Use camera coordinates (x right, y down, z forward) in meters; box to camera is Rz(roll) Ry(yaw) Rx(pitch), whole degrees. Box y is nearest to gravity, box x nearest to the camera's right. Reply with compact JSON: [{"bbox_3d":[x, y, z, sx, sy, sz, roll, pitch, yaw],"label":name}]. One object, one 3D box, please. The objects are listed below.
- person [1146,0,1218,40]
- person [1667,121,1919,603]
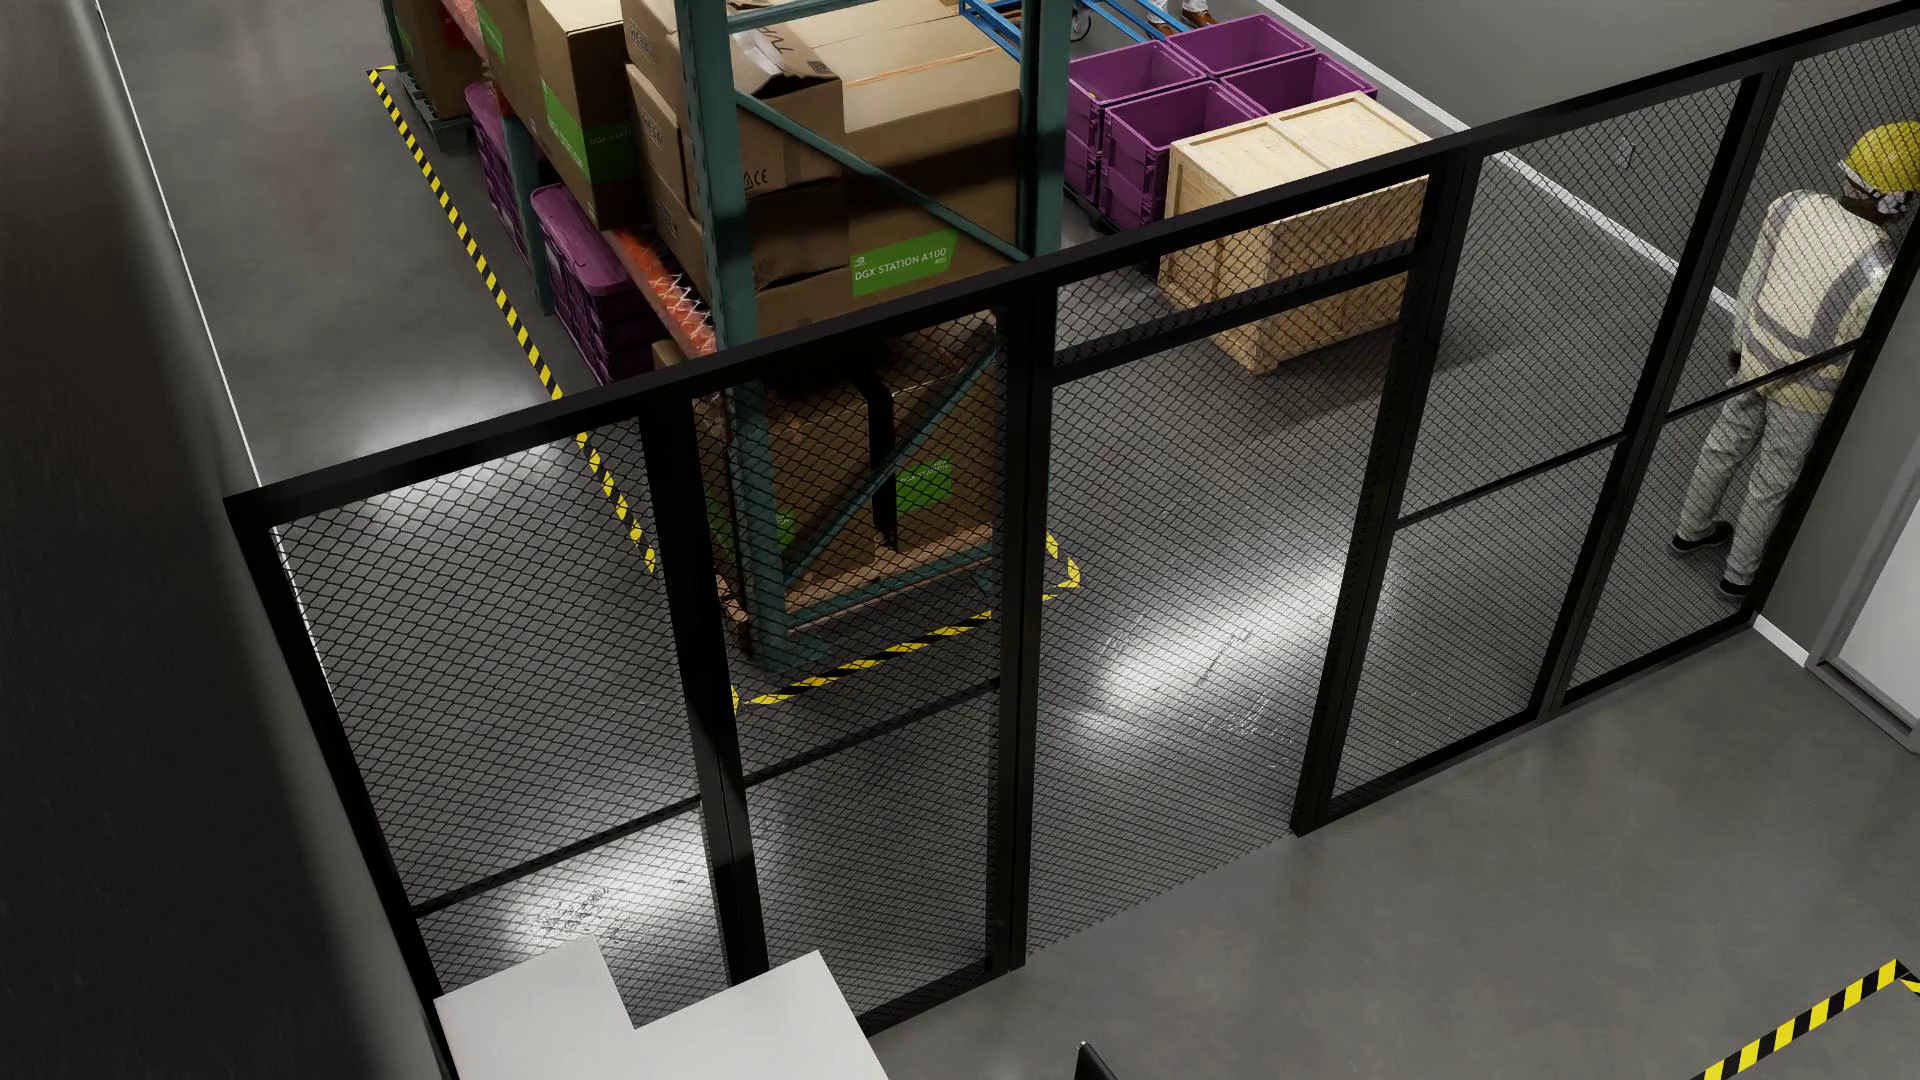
[{"bbox_3d":[1.282,-3.630,8.916,0.627,1.940,0.371,-21,46,-21],"label":"person"},{"bbox_3d":[2.857,-0.581,5.657,0.404,1.834,0.592,-13,44,-13],"label":"person"}]
